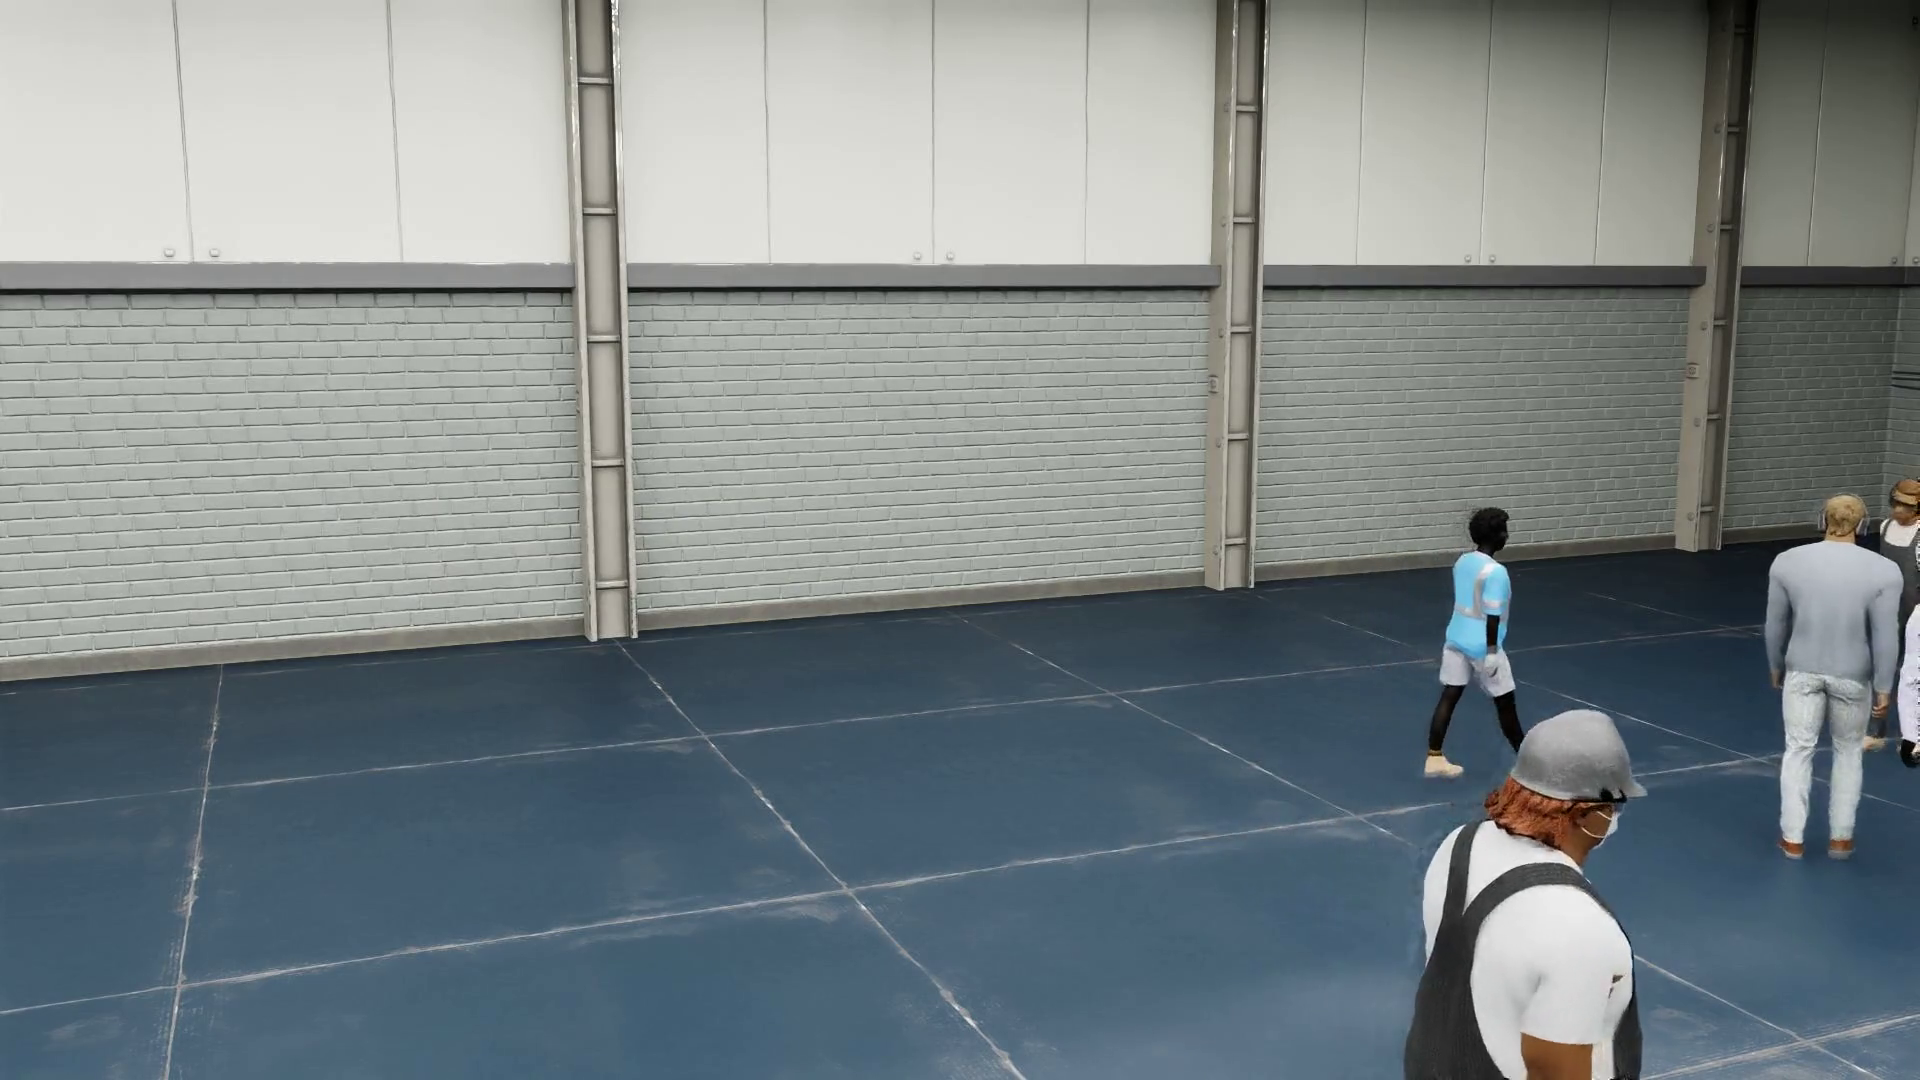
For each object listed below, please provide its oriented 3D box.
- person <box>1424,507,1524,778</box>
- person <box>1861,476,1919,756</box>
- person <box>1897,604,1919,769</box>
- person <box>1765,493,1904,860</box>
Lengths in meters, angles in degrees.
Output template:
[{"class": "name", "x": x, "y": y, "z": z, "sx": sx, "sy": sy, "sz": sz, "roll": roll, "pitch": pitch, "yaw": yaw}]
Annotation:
[{"class": "person", "x": 3.198, "y": 0.623, "z": 9.989, "sx": 0.843, "sy": 1.648, "sz": 0.552, "roll": -2, "pitch": 9, "yaw": -13}, {"class": "person", "x": 5.912, "y": 0.488, "z": 10.387, "sx": 0.752, "sy": 1.798, "sz": 0.526, "roll": -3, "pitch": 9, "yaw": -16}, {"class": "person", "x": 4.675, "y": 0.924, "z": 7.685, "sx": 0.634, "sy": 1.791, "sz": 0.926, "roll": 8, "pitch": 12, "yaw": 40}, {"class": "person", "x": 4.522, "y": 0.713, "z": 8.671, "sx": 0.645, "sy": 1.914, "sz": 0.452, "roll": 6, "pitch": 11, "yaw": 34}]
